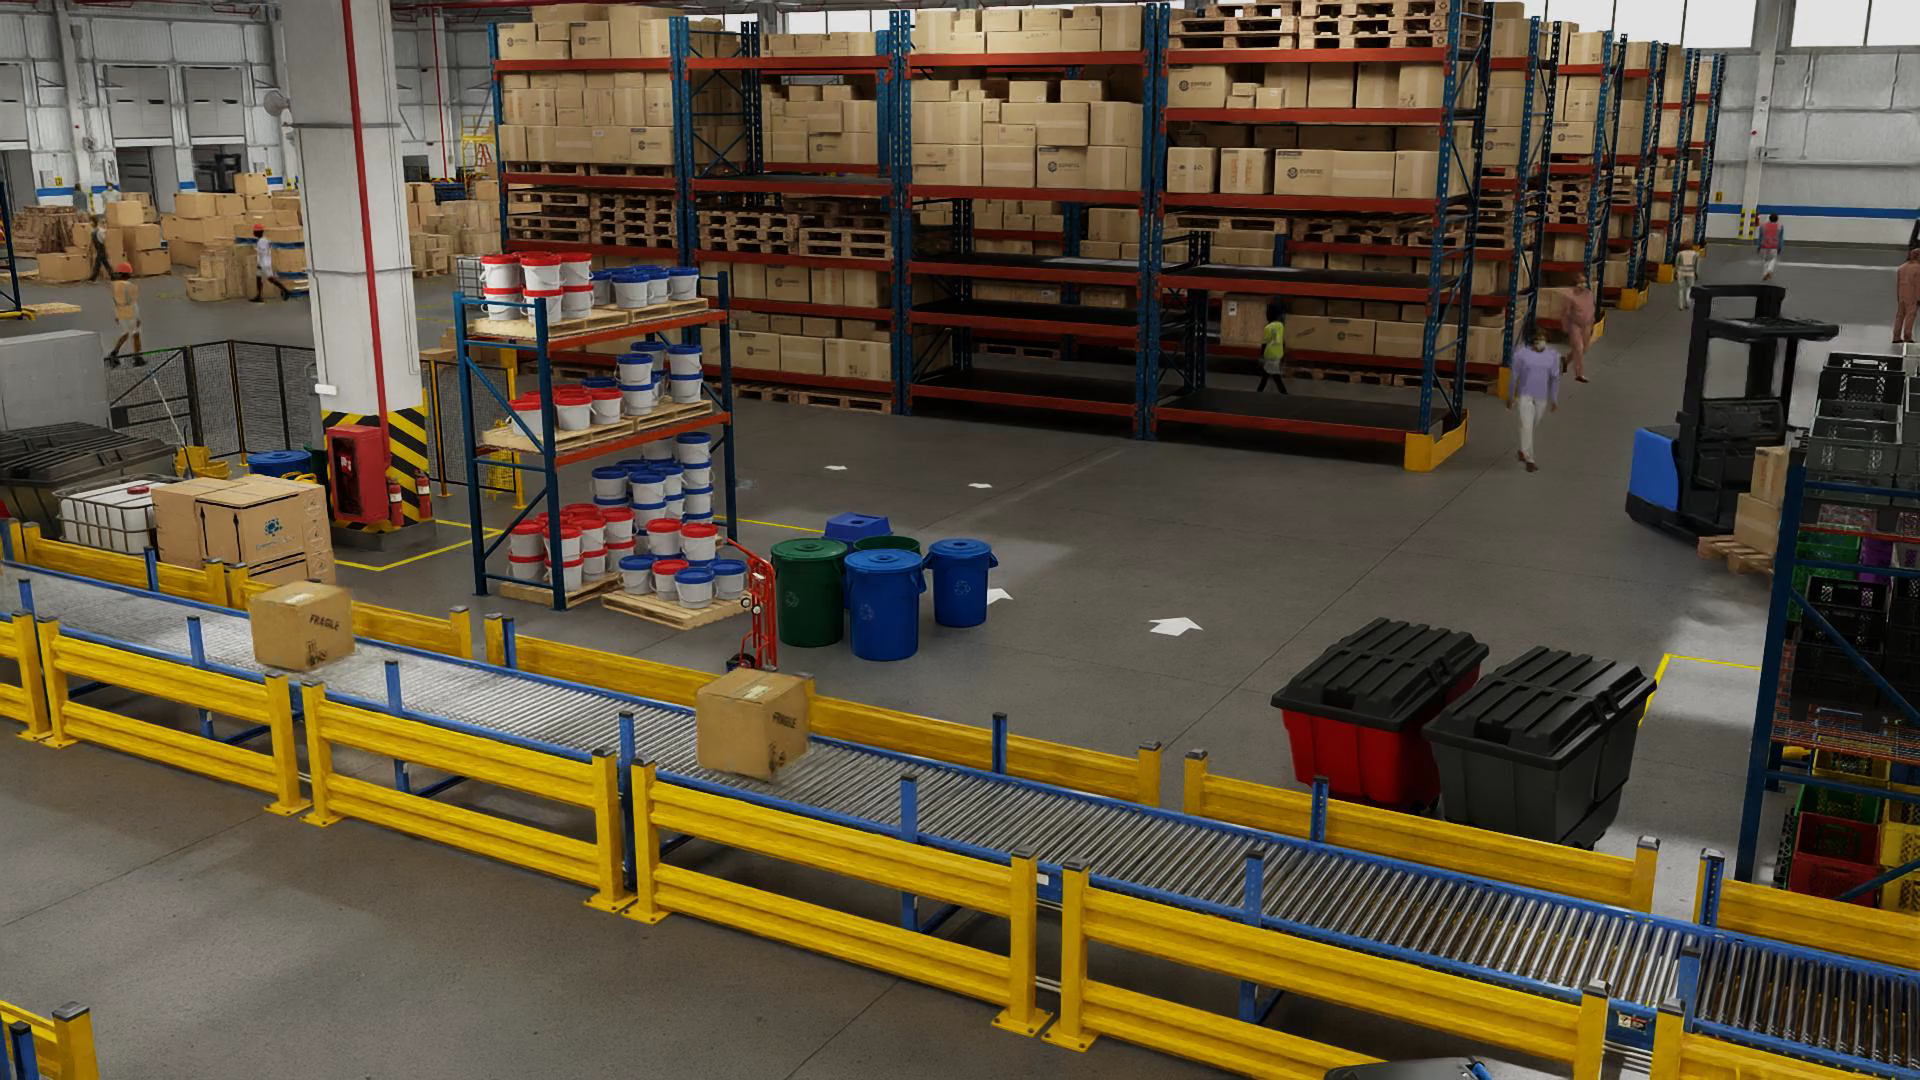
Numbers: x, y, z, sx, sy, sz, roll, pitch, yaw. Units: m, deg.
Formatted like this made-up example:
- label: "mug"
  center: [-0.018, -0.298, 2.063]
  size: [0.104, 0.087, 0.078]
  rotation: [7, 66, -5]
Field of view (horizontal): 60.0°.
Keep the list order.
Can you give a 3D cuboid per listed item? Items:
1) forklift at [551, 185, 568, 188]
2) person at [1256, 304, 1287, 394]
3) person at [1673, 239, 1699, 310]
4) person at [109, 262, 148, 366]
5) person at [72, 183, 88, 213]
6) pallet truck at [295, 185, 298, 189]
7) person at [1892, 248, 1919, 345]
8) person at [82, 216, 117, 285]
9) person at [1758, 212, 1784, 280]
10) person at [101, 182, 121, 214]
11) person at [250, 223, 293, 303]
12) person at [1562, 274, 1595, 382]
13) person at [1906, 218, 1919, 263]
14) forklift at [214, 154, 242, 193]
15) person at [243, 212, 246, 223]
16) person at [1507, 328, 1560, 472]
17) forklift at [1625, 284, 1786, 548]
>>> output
- label: "forklift"
  center: [-15.292, -13.524, 63.939]
  size: [1.873, 2.768, 1.129]
  rotation: [8, 17, 28]
- label: "person"
  center: [4.911, -2.923, 26.422]
  size: [0.890, 1.643, 0.550]
  rotation: [11, 18, 35]
- label: "person"
  center: [16.911, -6.190, 38.774]
  size: [0.546, 1.609, 0.700]
  rotation: [5, 16, 19]
- label: "person"
  center: [-15.246, -4.094, 30.339]
  size: [0.559, 1.917, 0.673]
  rotation: [3, 15, 11]
- label: "person"
  center: [-31.179, -11.746, 59.143]
  size: [0.909, 1.900, 0.643]
  rotation: [1, 15, 3]
- label: "pallet truck"
  center: [-26.804, -14.617, 69.738]
  size: [1.885, 1.965, 0.823]
  rotation: [-14, 20, -42]
- label: "person"
  center: [18.996, -4.858, 33.218]
  size: [0.409, 1.913, 0.650]
  rotation: [-3, 15, -10]
- label: "person"
  center: [-22.765, -7.624, 43.839]
  size: [0.967, 1.793, 0.537]
  rotation: [-14, 21, -43]
- label: "person"
  center: [21.845, -7.911, 44.854]
  size: [0.628, 1.827, 0.441]
  rotation: [10, 18, 34]
- label: "person"
  center: [-30.306, -11.850, 59.485]
  size: [0.631, 1.921, 0.615]
  rotation: [-7, 16, -25]
- label: "person"
  center: [-16.699, -6.686, 40.124]
  size: [0.922, 1.907, 0.543]
  rotation: [-9, 17, -30]
- label: "person"
  center: [10.762, -3.719, 29.028]
  size: [0.671, 1.868, 0.750]
  rotation: [-6, 16, -22]
- label: "person"
  center: [26.748, -8.289, 46.193]
  size: [0.623, 1.868, 0.956]
  rotation: [-9, 17, -31]
- label: "forklift"
  center: [-26.728, -12.764, 61.082]
  size: [1.873, 2.768, 1.129]
  rotation: [8, 17, 28]
- label: "person"
  center: [-18.836, -7.808, 44.344]
  size: [0.615, 1.901, 0.446]
  rotation: [14, 20, 43]
- label: "person"
  center: [7.626, -1.895, 22.159]
  size: [0.625, 1.891, 1.044]
  rotation: [0, 15, -2]
- label: "forklift"
  center: [8.474, -1.429, 18.474]
  size: [1.129, 2.768, 1.873]
  rotation: [-2, 15, -8]
